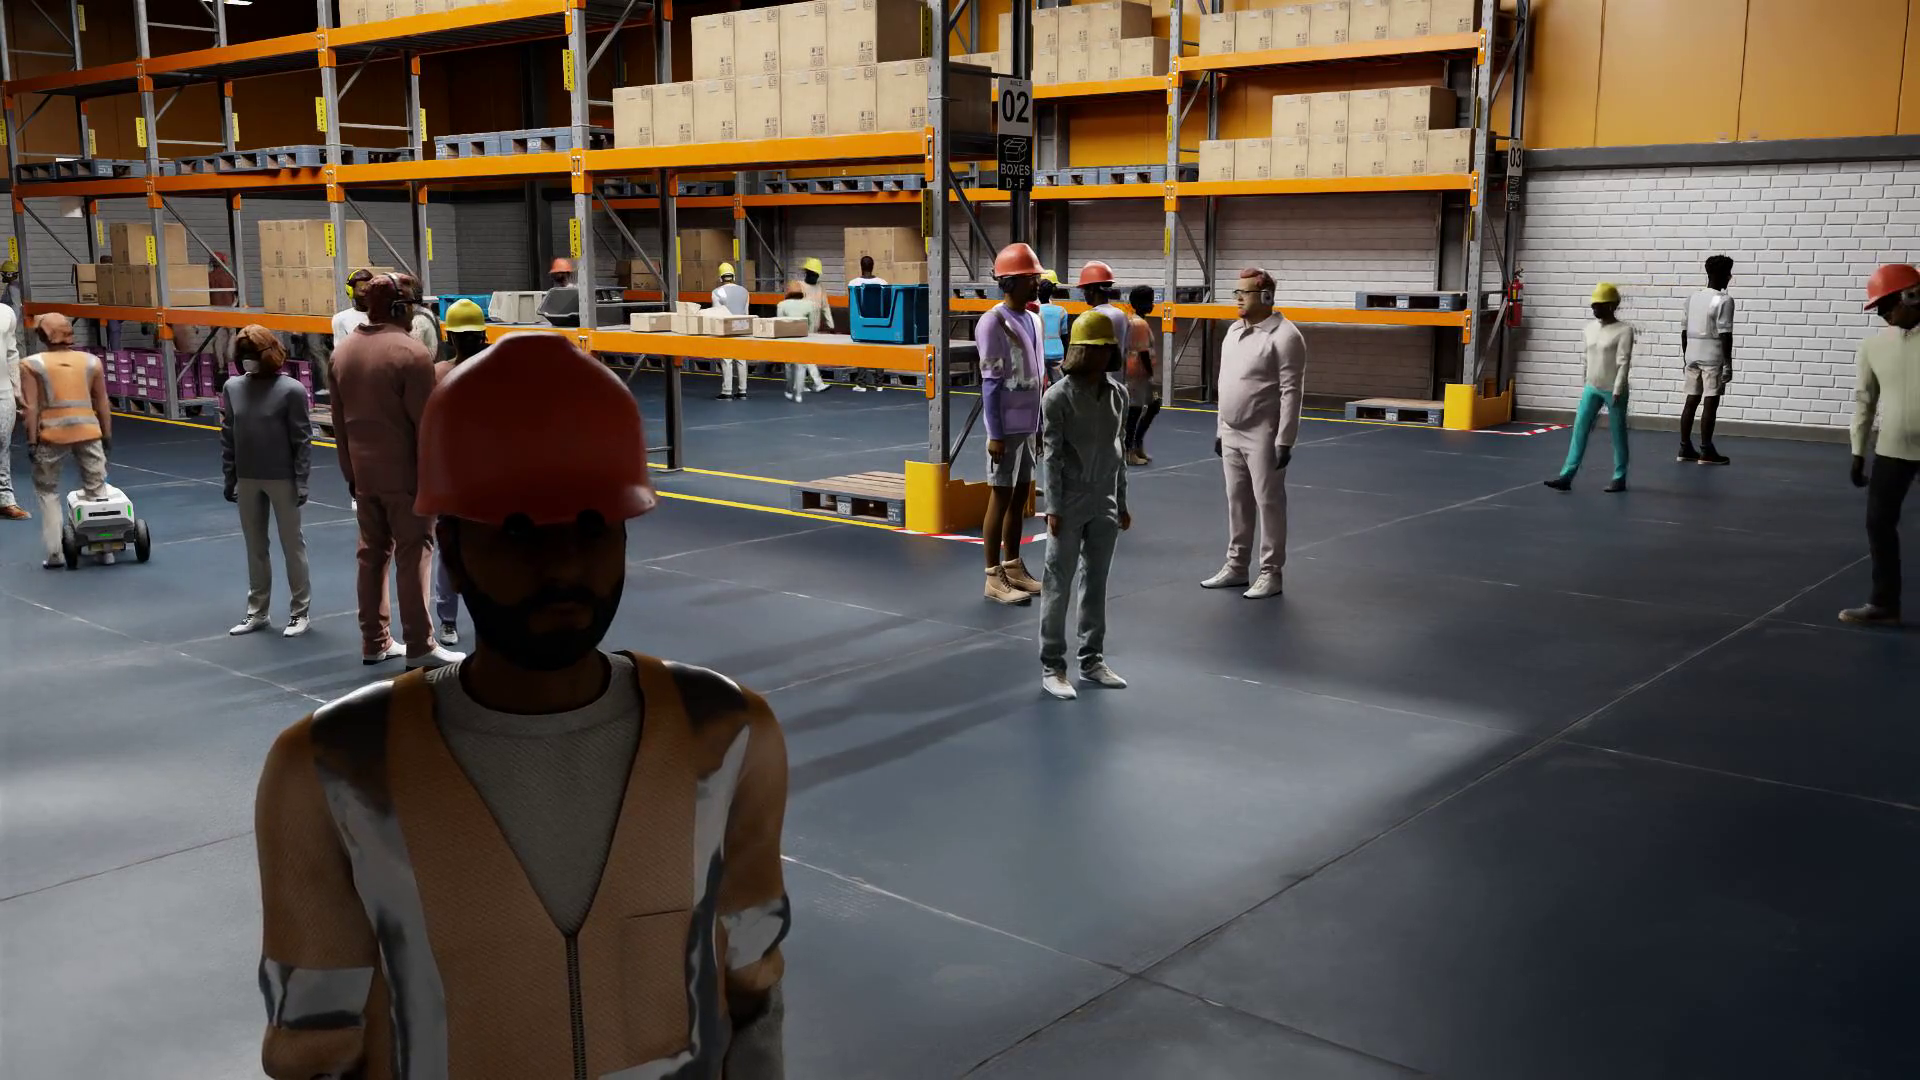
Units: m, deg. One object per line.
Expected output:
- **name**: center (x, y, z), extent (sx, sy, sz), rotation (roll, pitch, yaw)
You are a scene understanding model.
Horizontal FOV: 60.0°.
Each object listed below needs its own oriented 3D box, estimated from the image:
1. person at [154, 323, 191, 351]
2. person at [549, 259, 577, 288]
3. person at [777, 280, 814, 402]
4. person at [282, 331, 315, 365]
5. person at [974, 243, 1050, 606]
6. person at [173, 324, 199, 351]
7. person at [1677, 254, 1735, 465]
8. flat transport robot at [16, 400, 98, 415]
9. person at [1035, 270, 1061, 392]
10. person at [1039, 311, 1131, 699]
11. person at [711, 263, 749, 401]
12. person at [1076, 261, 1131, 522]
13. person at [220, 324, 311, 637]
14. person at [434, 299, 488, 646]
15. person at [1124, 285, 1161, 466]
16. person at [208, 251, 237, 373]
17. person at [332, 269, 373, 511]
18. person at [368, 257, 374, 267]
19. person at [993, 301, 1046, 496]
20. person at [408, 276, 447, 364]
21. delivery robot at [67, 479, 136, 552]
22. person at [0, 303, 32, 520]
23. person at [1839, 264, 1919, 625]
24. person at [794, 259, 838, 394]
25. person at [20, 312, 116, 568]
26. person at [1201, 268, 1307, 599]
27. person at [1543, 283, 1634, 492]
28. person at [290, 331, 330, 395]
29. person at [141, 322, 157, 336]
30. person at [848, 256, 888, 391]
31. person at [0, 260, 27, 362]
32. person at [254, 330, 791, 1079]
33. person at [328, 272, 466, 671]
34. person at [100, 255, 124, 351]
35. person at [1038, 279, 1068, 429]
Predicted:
- **person**: center (-11.406, -3.092, 23.977), extent (1.021, 1.839, 0.693), rotation (1, 10, 6)
- **person**: center (-5.172, -2.731, 21.781), extent (1.013, 1.883, 0.565), rotation (-8, 13, -40)
- **person**: center (-2.182, -2.630, 22.010), extent (0.512, 1.593, 0.744), rotation (-2, 10, -10)
- **person**: center (-11.359, -3.879, 28.464), extent (0.730, 1.841, 0.581), rotation (3, 10, 16)
- **person**: center (0.326, -0.661, 9.524), extent (0.364, 2.048, 0.608), rotation (5, 11, 27)
- **person**: center (-12.070, -3.309, 25.777), extent (0.499, 1.634, 0.279), rotation (-5, 11, -25)
- **person**: center (7.036, -1.694, 15.636), extent (0.363, 1.963, 0.612), rotation (-3, 10, -16)
- **flat transport robot**: center (-10.973, -1.618, 20.032), extent (1.431, 0.197, 0.652), rotation (8, 13, 39)
- **person**: center (1.024, -2.309, 19.711), extent (0.326, 1.767, 0.533), rotation (-2, 10, -12)
- **person**: center (0.586, -0.163, 7.553), extent (0.485, 1.744, 0.308), rotation (-7, 12, -34)
- **person**: center (-3.066, -2.756, 22.078), extent (0.592, 1.828, 0.404), rotation (-10, 14, -43)
- **person**: center (1.003, -1.067, 12.178), extent (0.382, 1.929, 0.538), rotation (8, 13, 39)
- **person**: center (-3.619, -0.306, 8.685), extent (0.497, 1.633, 0.288), rotation (2, 10, 10)
- **person**: center (-2.499, -0.346, 8.536), extent (0.531, 1.767, 0.328), rotation (-7, 12, -33)
- **person**: center (1.698, -1.517, 15.448), extent (0.439, 1.683, 0.540), rotation (1, 10, 6)
- **person**: center (-12.010, -3.689, 27.008), extent (0.645, 1.959, 0.541), rotation (-2, 10, -10)
- **person**: center (-4.539, -1.137, 12.769), extent (0.332, 1.865, 0.527), rotation (8, 13, 38)
- **person**: center (-7.137, -2.449, 20.016), extent (0.356, 1.938, 0.633), rotation (9, 14, 43)
- **person**: center (0.478, -1.250, 13.474), extent (0.430, 1.841, 0.624), rotation (9, 14, 42)
- **person**: center (-4.206, -1.165, 13.051), extent (0.428, 1.812, 0.561), rotation (0, 10, 0)
- **delivery robot**: center (-5.592, -0.188, 10.815), extent (0.477, 0.478, 0.707), rotation (-6, 12, -31)
- **person**: center (-7.167, -1.075, 12.209), extent (0.373, 1.935, 0.628), rotation (5, 11, 25)
- **person**: center (5.050, -0.453, 8.673), extent (0.388, 1.948, 0.767), rotation (-9, 13, -41)
- **person**: center (-2.044, -2.971, 23.201), extent (0.957, 1.865, 0.589), rotation (8, 13, 38)
- **person**: center (-5.637, -0.626, 10.541), extent (0.374, 1.624, 0.543), rotation (10, 14, 43)
- **person**: center (1.695, -0.617, 9.673), extent (0.402, 1.911, 0.638), rotation (-6, 11, -29)
- **person**: center (5.238, -1.233, 13.676), extent (0.861, 1.725, 0.543), rotation (-5, 11, -29)
- **person**: center (-9.030, -2.927, 22.882), extent (0.859, 1.880, 0.601), rotation (1, 10, 7)
- **person**: center (-12.014, -3.231, 24.833), extent (0.764, 1.808, 0.639), rotation (2, 10, 13)
- **person**: center (-1.287, -3.058, 23.564), extent (0.591, 1.912, 0.383), rotation (-3, 10, -18)
- **person**: center (-14.403, -3.333, 25.347), extent (0.403, 1.835, 0.588), rotation (-4, 11, -21)
- **person**: center (-0.421, 0.757, 1.754), extent (0.545, 1.943, 0.347), rotation (-5, 11, -26)
- **person**: center (-2.705, -0.326, 8.023), extent (0.651, 1.906, 0.403), rotation (6, 11, 29)
- **person**: center (-14.187, -3.790, 27.760), extent (0.638, 1.903, 0.408), rotation (5, 11, 25)
- **person**: center (0.927, -1.979, 18.036), extent (0.529, 1.694, 0.321), rotation (-5, 11, -27)
